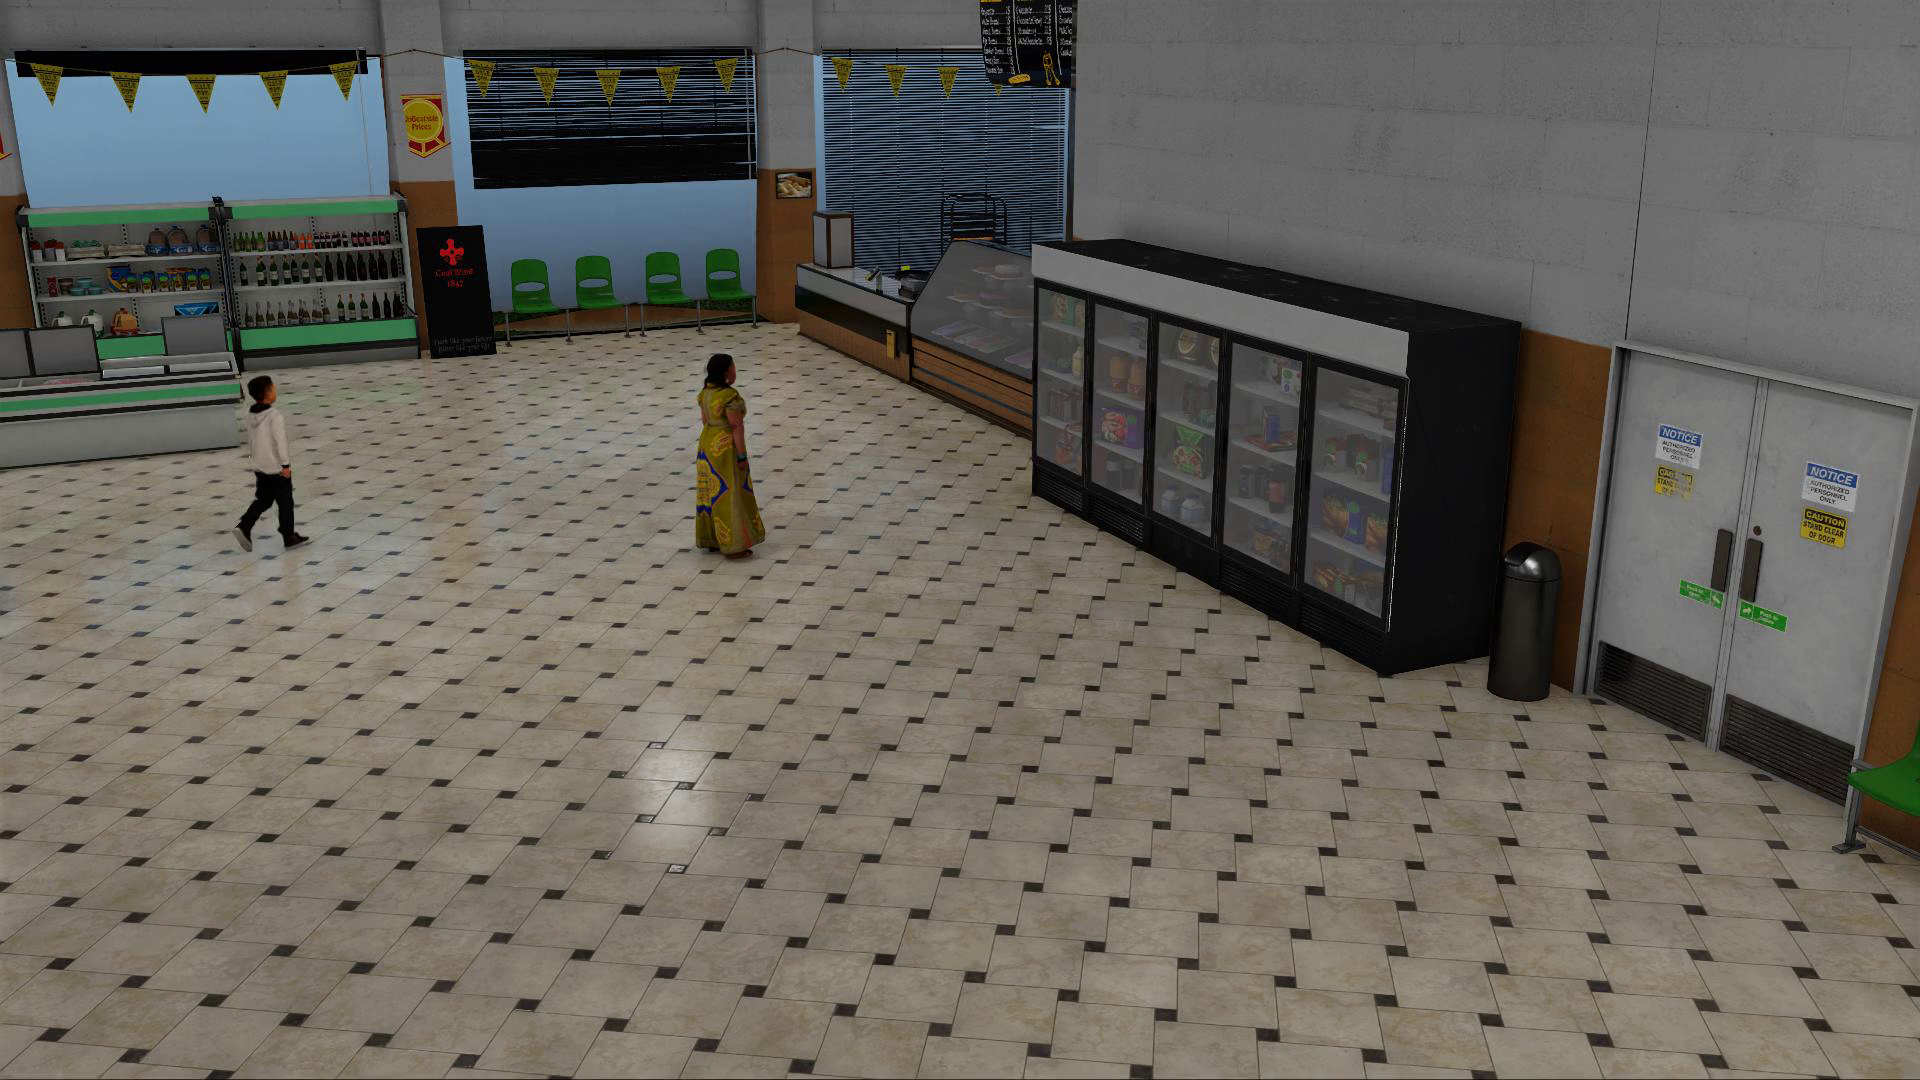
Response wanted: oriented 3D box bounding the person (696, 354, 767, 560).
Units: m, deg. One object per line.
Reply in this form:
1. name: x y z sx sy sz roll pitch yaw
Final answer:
1. person: -1.908 -0.690 13.433 0.904 1.660 0.946 -15 22 -40

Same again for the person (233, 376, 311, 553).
1. person: -5.654 -0.591 13.488 0.843 1.439 0.952 10 20 31
